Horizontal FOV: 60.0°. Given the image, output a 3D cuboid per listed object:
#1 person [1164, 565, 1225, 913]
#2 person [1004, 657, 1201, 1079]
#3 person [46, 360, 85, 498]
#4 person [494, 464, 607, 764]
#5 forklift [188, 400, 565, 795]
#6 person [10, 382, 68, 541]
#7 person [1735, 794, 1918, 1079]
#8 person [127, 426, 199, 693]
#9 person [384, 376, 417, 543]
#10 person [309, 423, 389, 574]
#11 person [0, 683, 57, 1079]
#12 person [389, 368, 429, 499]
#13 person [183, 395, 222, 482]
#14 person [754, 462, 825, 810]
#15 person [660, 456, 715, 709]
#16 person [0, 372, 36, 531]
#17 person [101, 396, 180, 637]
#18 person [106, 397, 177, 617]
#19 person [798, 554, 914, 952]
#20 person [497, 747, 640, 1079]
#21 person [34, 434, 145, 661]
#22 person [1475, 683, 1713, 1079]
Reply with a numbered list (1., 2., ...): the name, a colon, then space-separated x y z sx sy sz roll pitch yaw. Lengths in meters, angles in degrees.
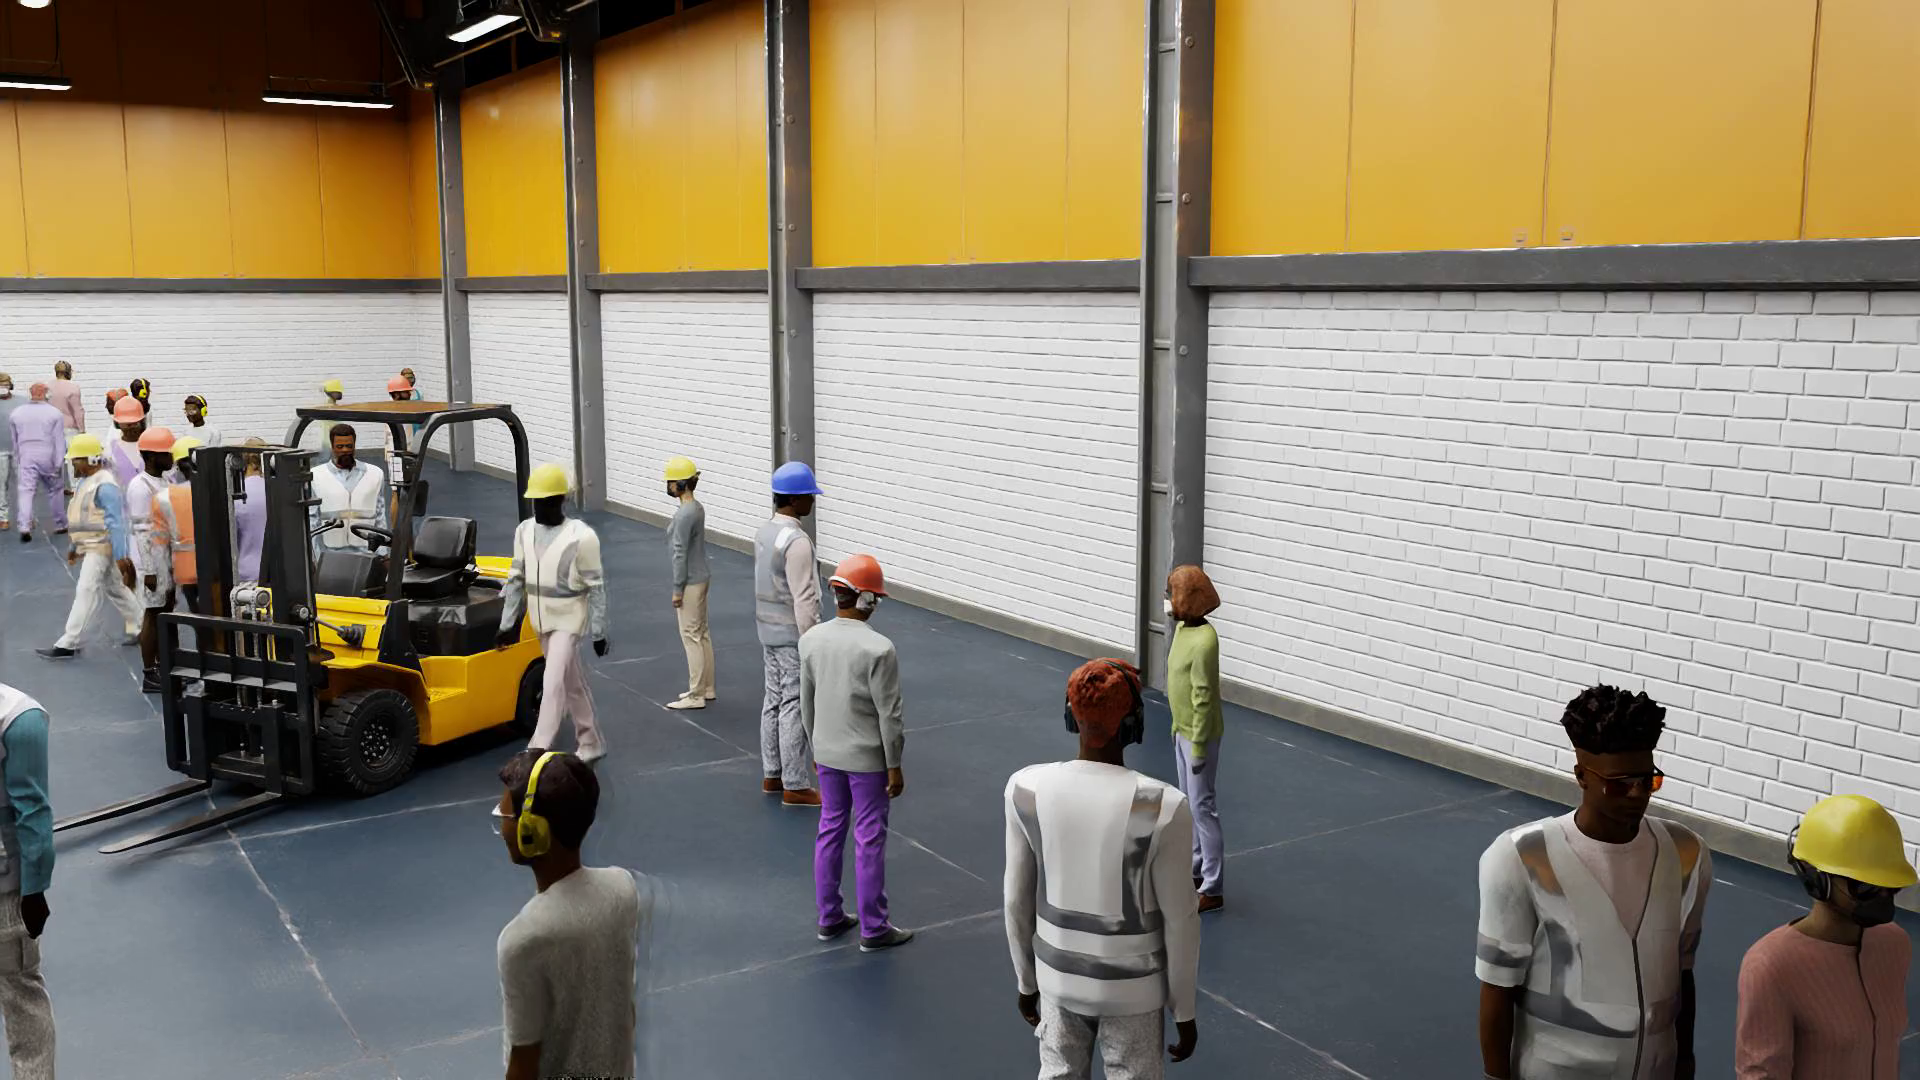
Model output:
1. person: 1.086 0.922 7.792 0.286 1.626 0.497 -1 8 -6
2. person: 0.401 1.257 4.666 0.574 1.882 0.356 4 9 27
3. person: -12.584 -1.555 23.426 0.636 1.938 0.358 3 9 17
4. person: -2.439 0.499 9.791 0.597 1.878 0.982 5 10 33
5. forklift: -3.529 0.258 10.348 1.214 2.155 2.313 4 9 25
6. person: -10.816 -0.922 19.517 0.650 1.852 1.021 -1 8 -6
7. person: 1.985 1.439 3.827 0.528 1.768 0.313 -4 9 -27
8. person: -5.768 0.143 12.022 0.389 1.930 0.544 -1 9 -8
9. person: -6.398 -0.912 19.082 0.353 1.942 0.546 -1 8 -5
10. person: -4.602 0.077 12.496 0.597 1.916 0.371 -6 10 -34
11. person: -3.271 1.108 5.487 0.605 1.939 0.417 2 9 13
12. person: -7.662 -1.467 23.151 0.345 1.846 0.508 7 11 39
13. person: -7.705 -0.546 16.910 0.514 1.860 0.326 4 9 26
14. person: -0.945 0.529 9.345 0.392 1.946 0.616 -4 10 -27
15. person: -1.902 0.296 11.564 0.337 1.757 0.517 0 8 2
16. person: -11.576 -1.077 20.245 0.636 1.931 0.377 -5 10 -32
17. person: -6.879 -0.193 13.945 0.619 2.028 0.409 -5 10 -31
18. person: -7.310 -0.299 14.874 0.604 1.964 0.367 -5 10 -29
19. person: -0.449 0.929 7.336 0.561 1.743 0.335 7 11 38
20. person: -0.860 1.395 3.863 0.623 1.848 0.531 3 9 19
21. person: -6.884 0.040 13.225 0.941 1.784 0.604 -7 11 -39
22. person: 1.536 1.307 4.043 0.607 1.965 0.366 -2 9 -14
